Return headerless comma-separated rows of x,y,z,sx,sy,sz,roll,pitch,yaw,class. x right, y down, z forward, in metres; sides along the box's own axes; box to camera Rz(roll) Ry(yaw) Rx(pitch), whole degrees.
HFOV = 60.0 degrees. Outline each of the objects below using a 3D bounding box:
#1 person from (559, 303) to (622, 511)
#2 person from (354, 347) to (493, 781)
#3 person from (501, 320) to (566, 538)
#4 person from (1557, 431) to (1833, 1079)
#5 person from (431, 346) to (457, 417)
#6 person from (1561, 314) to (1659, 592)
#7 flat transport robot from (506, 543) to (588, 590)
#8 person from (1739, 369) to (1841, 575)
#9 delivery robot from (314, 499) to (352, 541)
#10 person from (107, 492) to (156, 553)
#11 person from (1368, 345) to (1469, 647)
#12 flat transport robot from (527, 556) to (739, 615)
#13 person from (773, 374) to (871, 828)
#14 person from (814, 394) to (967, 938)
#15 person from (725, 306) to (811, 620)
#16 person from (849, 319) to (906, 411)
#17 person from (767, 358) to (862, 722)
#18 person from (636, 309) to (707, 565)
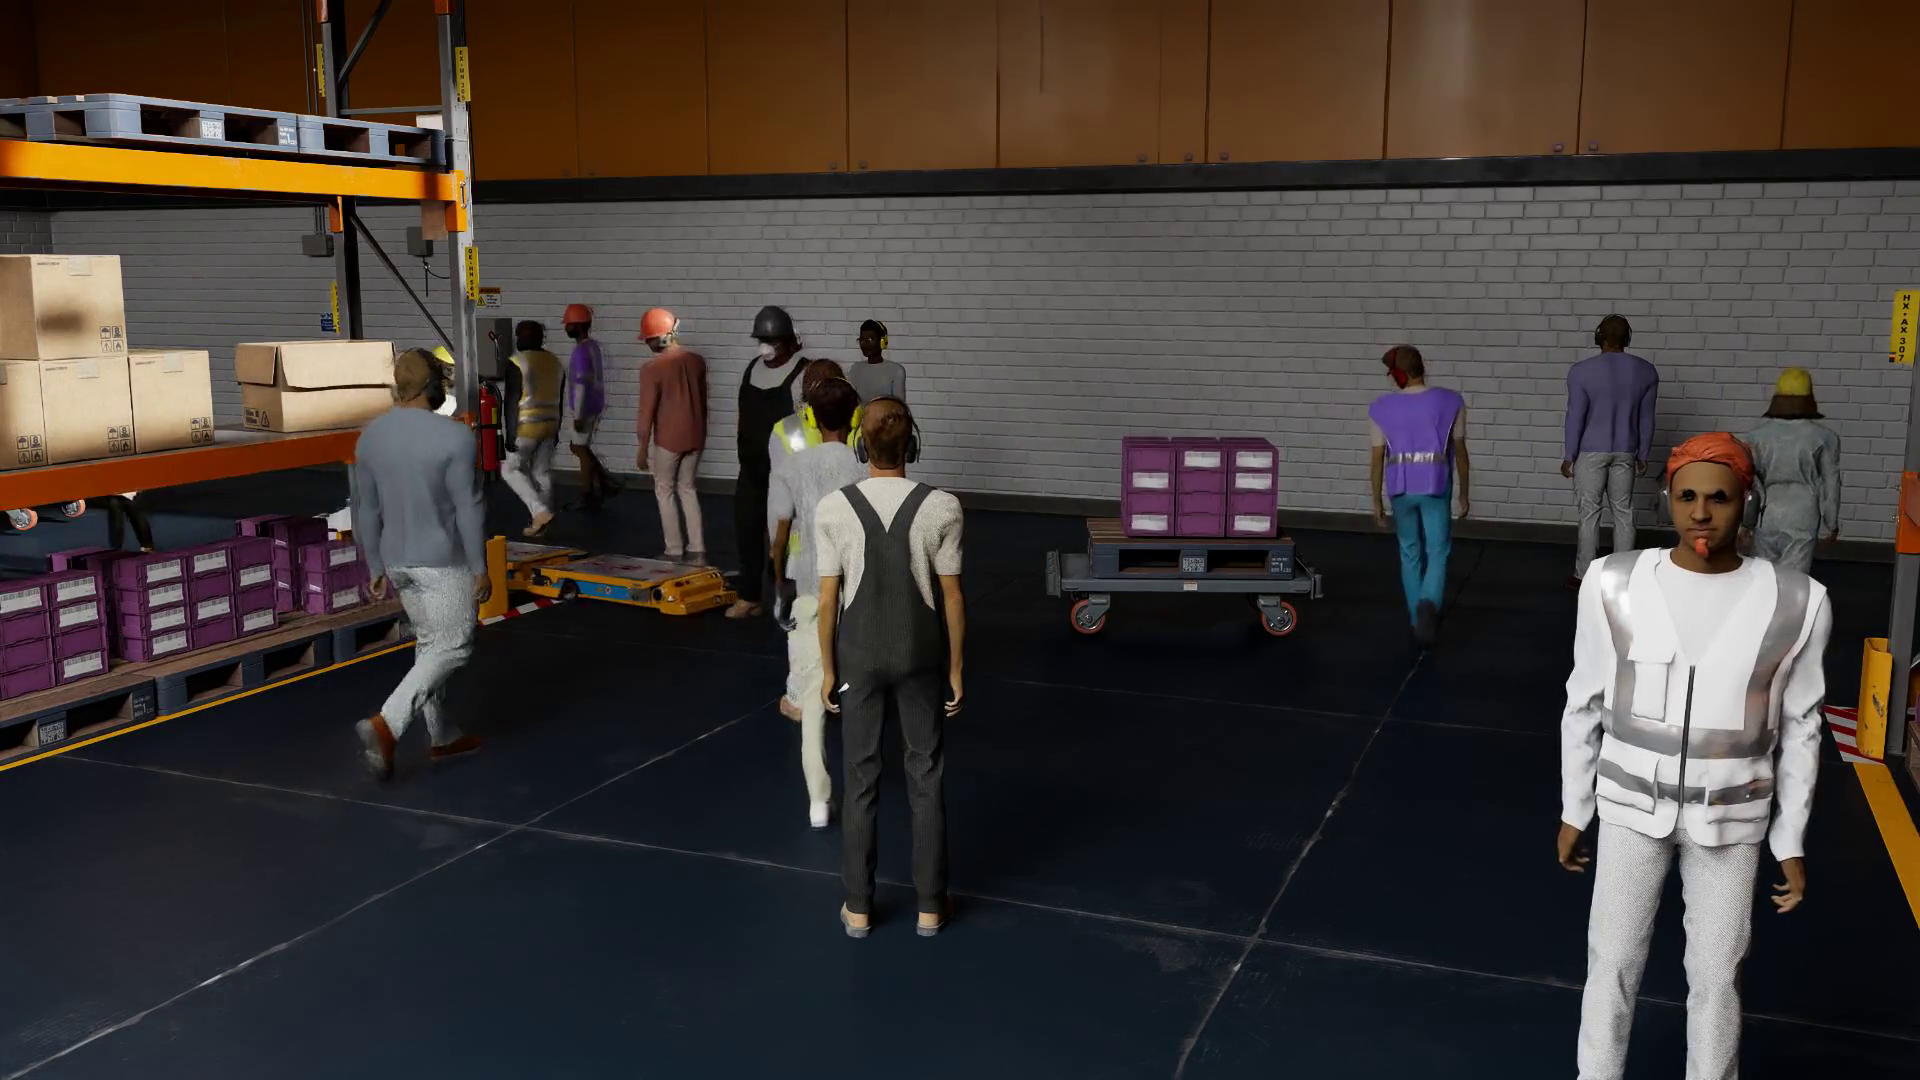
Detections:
-3.457,-1.210,15.313,0.423,1.927,0.563,0,9,0,person
-2.408,0.113,7.343,0.638,1.917,0.744,5,10,27,person
-3.540,-0.906,13.783,0.442,1.826,0.650,6,11,30,person
1.737,0.679,4.007,0.572,1.883,0.354,4,10,25,person
-3.457,-0.447,11.317,0.425,1.722,0.578,1,9,6,person
4.484,-0.593,11.539,0.635,1.939,0.362,-1,9,-3,person
-3.407,0.158,12.036,1.431,0.197,0.652,6,11,30,flat transport robot
4.663,-0.111,9.372,0.491,1.694,0.917,8,12,38,person
-4.454,-0.065,12.244,0.707,0.478,0.477,3,10,15,delivery robot
-6.206,-0.548,12.094,0.545,1.666,0.766,6,11,32,person
2.731,-0.262,9.939,0.611,1.803,0.732,3,10,17,person
-2.186,0.286,11.257,1.431,0.197,0.652,6,11,32,flat transport robot
-0.531,0.222,6.976,0.547,1.816,0.976,1,9,5,person
-0.231,0.432,5.612,0.506,1.847,0.345,0,9,0,person
-1.211,-0.481,10.559,0.712,2.000,0.779,5,11,28,person
-0.645,-0.711,12.497,0.532,1.861,0.321,5,11,27,person
-0.659,0.026,8.231,0.648,1.815,0.682,-3,10,-20,person
-2.136,-0.740,12.380,0.446,1.952,0.664,8,12,41,person
